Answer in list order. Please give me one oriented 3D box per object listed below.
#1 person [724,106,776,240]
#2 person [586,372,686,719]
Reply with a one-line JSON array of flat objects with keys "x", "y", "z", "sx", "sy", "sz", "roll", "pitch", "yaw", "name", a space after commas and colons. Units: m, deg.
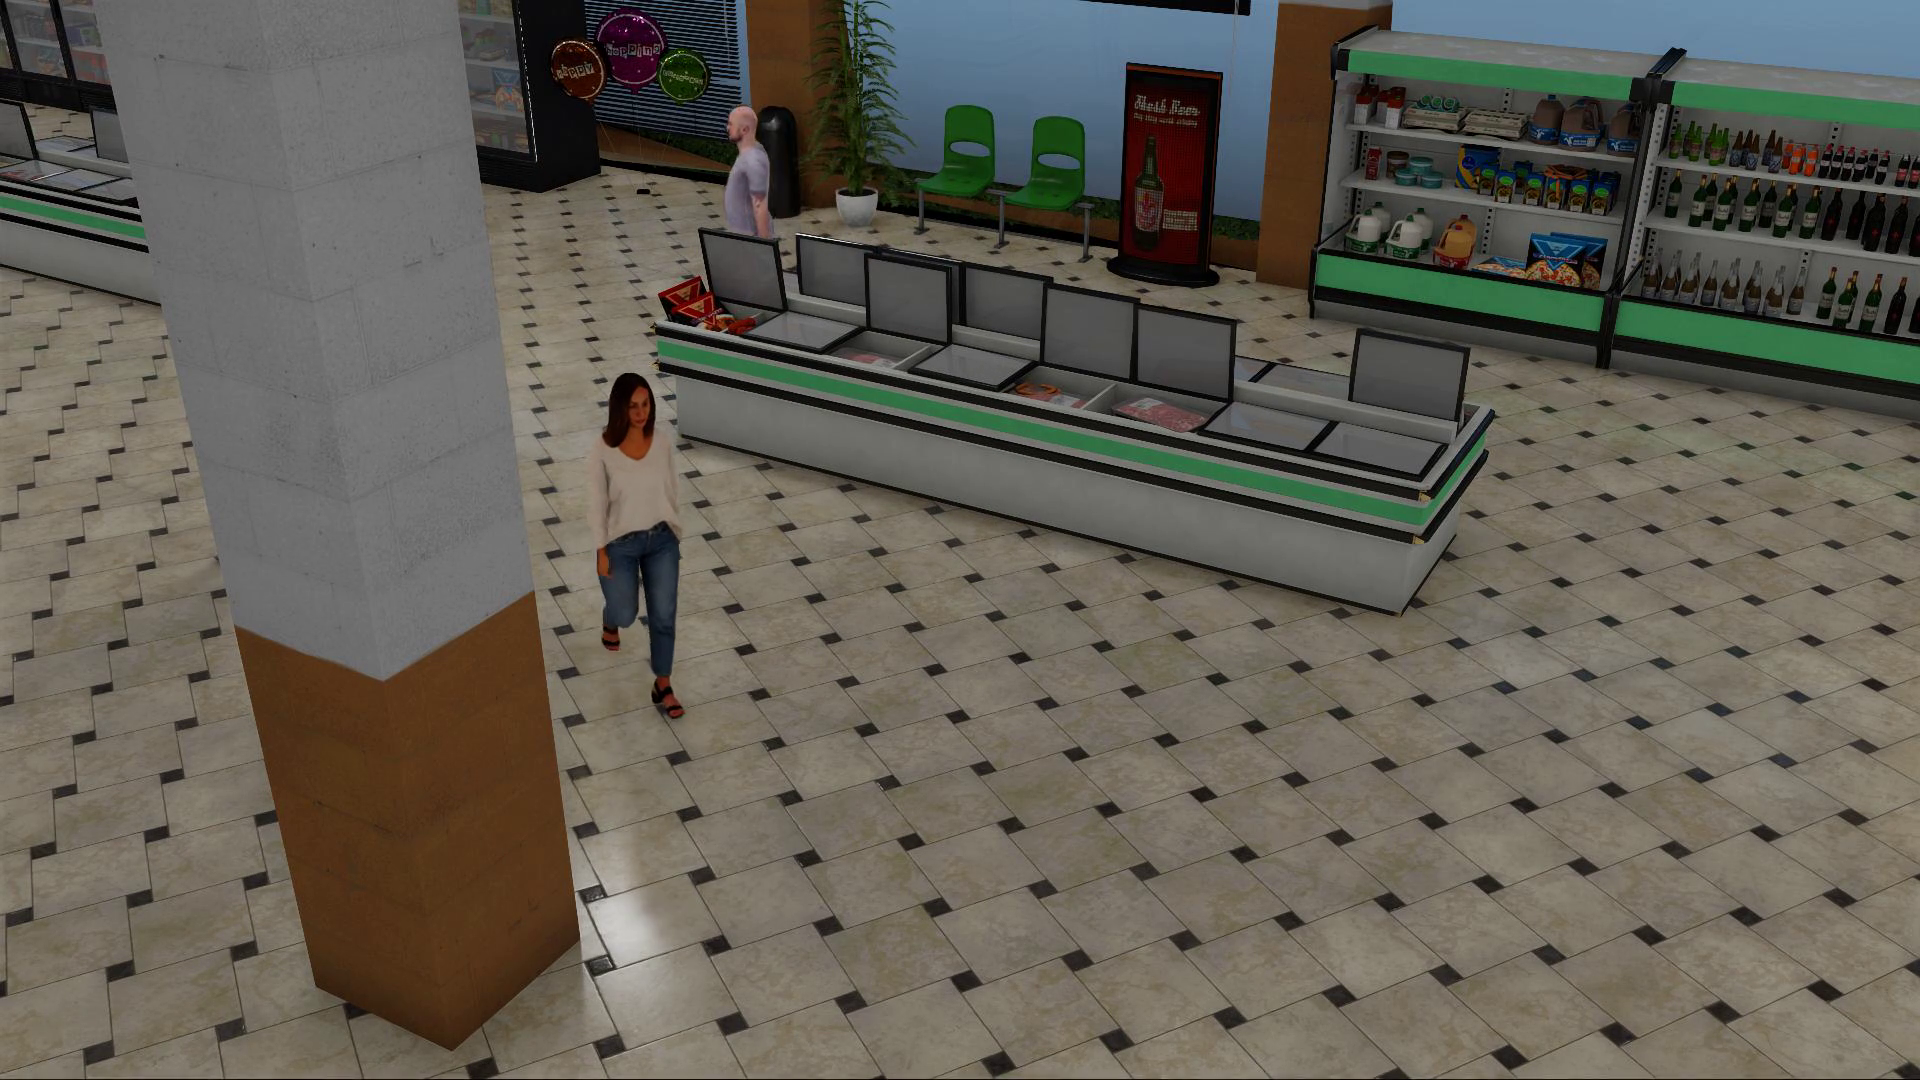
[{"x": -1.370, "y": -2.151, "z": 11.813, "sx": 1.316, "sy": 1.800, "sz": 1.142, "roll": -2, "pitch": 27, "yaw": -3, "name": "person"}, {"x": -1.533, "y": -0.002, "z": 7.725, "sx": 0.884, "sy": 1.664, "sz": 1.027, "roll": -15, "pitch": 31, "yaw": -27, "name": "person"}]
